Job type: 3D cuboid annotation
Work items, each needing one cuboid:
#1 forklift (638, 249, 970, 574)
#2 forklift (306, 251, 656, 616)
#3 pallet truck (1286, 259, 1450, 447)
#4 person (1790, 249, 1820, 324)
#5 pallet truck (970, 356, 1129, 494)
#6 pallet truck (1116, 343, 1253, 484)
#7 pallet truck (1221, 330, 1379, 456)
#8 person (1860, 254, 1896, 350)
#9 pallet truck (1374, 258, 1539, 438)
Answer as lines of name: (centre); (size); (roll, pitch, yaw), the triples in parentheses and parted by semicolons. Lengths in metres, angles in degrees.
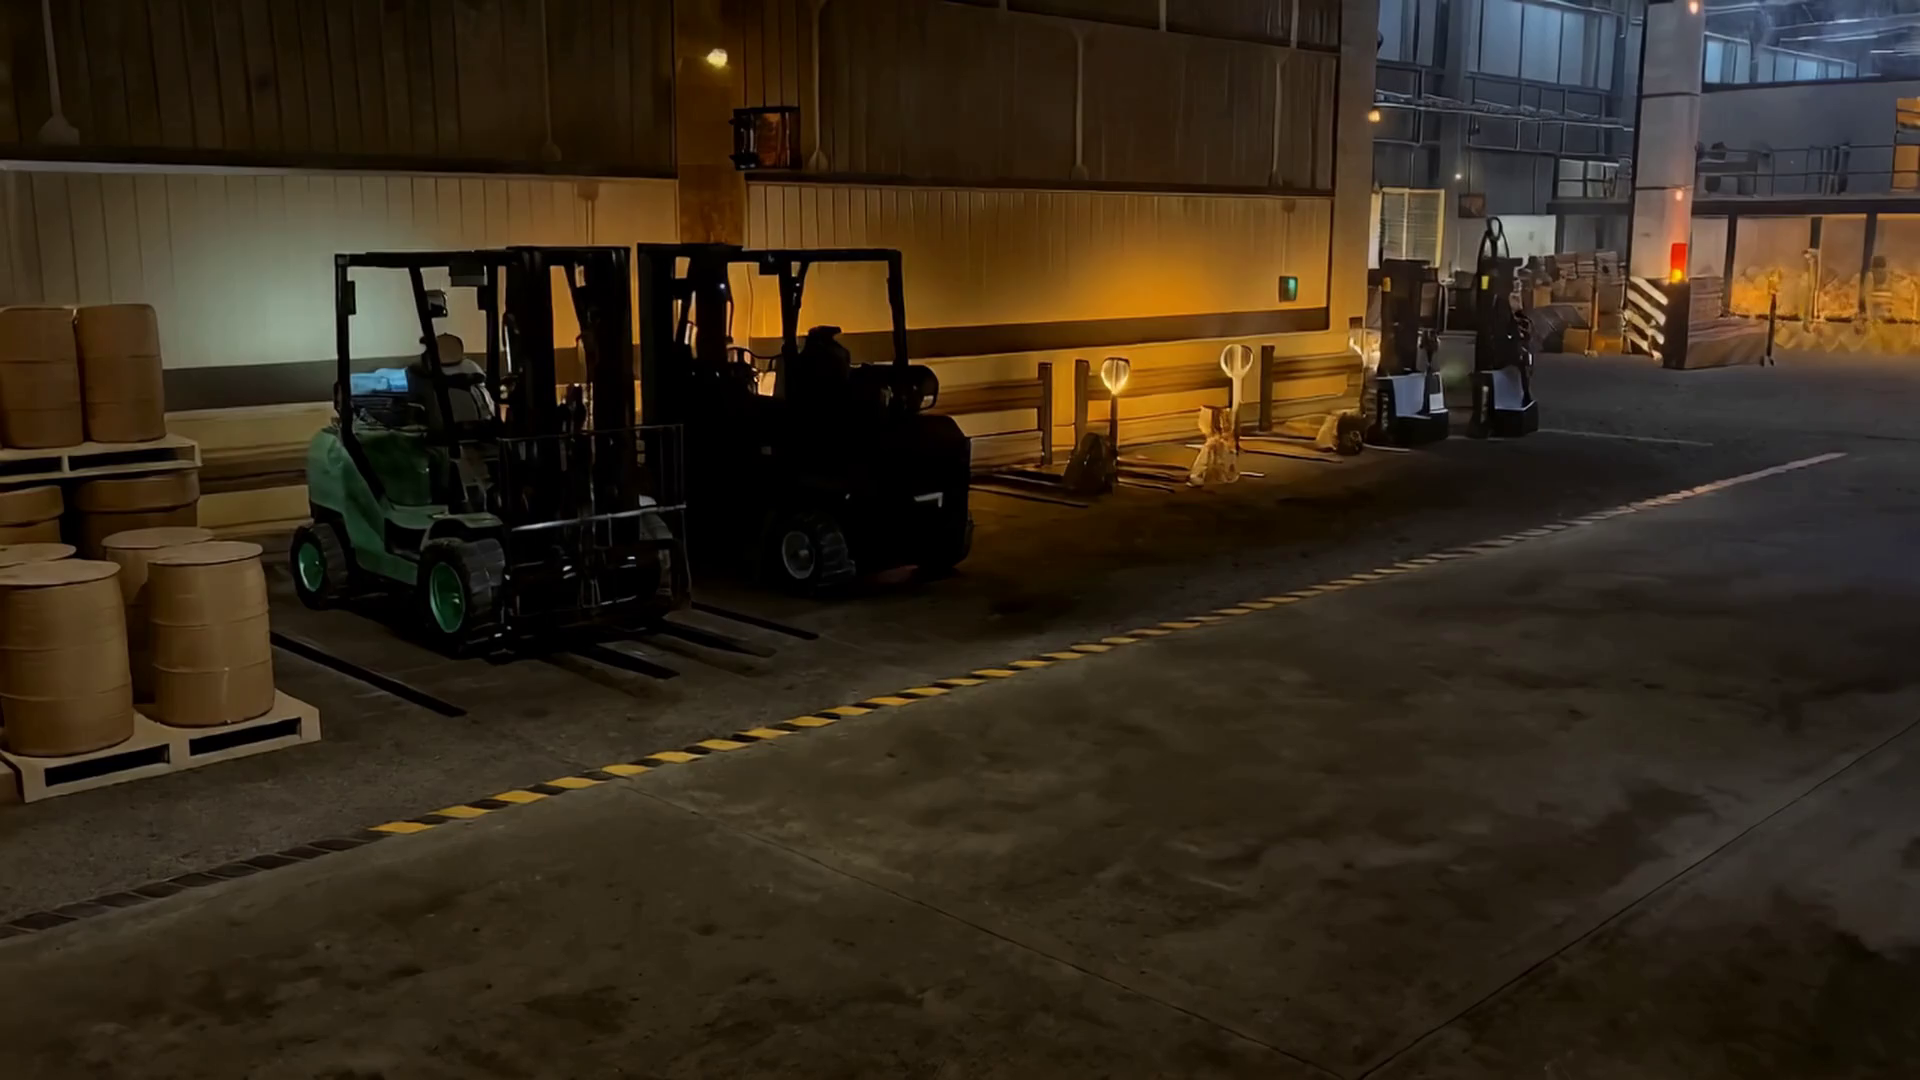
forklift: (-1.173, -0.958, 11.239); (2.680, 1.987, 1.157); (10, 14, 43)
forklift: (-2.833, -0.669, 9.694); (1.157, 1.987, 2.680); (-10, 14, -44)
pallet truck: (4.493, -2.078, 18.196); (0.823, 1.965, 1.885); (-9, 14, -40)
person: (21.546, -6.438, 42.297); (0.636, 1.926, 0.604); (2, 11, 13)
pallet truck: (0.784, -1.085, 14.876); (0.680, 1.201, 1.601); (-10, 14, -44)
pallet truck: (1.962, -1.215, 15.415); (1.522, 1.261, 0.704); (10, 14, 43)
pallet truck: (3.563, -1.581, 17.381); (0.653, 1.274, 1.630); (-10, 14, -44)
person: (17.978, -4.659, 32.614); (0.620, 1.867, 0.416); (3, 11, 15)
pallet truck: (5.704, -2.208, 18.901); (1.885, 1.965, 0.823); (10, 14, 43)
